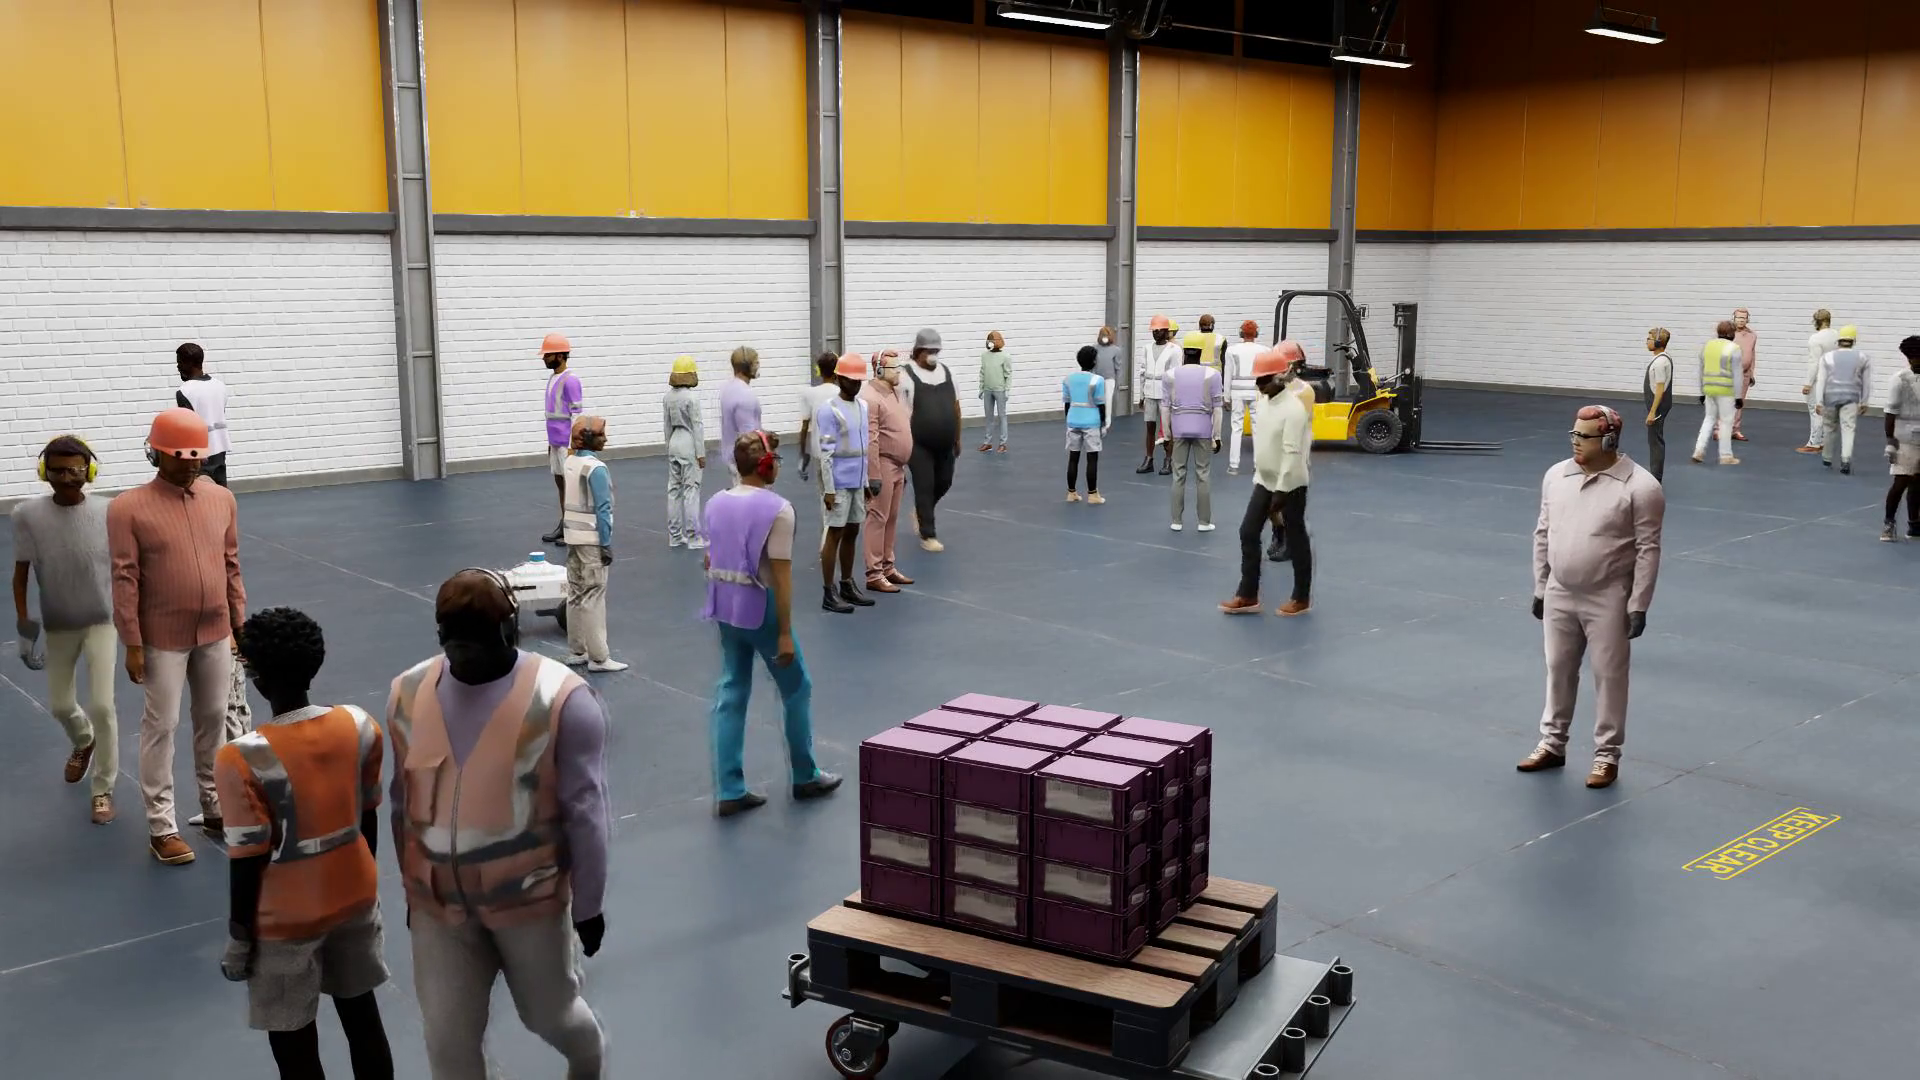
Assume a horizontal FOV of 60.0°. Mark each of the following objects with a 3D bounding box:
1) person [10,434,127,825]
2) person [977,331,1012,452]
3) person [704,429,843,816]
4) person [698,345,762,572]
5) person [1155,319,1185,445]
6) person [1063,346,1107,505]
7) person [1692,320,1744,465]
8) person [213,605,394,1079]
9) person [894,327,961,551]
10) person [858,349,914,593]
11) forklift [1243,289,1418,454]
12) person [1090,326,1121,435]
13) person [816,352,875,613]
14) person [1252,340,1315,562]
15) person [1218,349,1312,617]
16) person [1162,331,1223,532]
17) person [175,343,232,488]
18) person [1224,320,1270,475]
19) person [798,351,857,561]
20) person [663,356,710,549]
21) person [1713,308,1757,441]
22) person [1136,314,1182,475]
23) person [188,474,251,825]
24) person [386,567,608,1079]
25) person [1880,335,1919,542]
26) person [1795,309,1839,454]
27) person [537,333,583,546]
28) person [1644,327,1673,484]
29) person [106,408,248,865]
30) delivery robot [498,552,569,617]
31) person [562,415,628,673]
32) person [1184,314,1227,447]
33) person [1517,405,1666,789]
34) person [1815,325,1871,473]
[{"bbox_3d":[-4.164,0.383,7.919,0.534,1.837,0.745,-3,10,-19],"label":"person"},{"bbox_3d":[0.466,-1.997,22.418,0.498,1.634,0.278,7,12,35],"label":"person"},{"bbox_3d":[-0.895,0.376,7.967,0.608,1.816,0.803,8,12,38],"label":"person"},{"bbox_3d":[-1.802,-0.613,13.532,0.580,1.952,0.641,-3,10,-20],"label":"person"},{"bbox_3d":[2.907,-2.184,23.132,0.533,1.767,0.325,9,13,42],"label":"person"},{"bbox_3d":[1.325,-1.213,17.663,0.561,1.692,0.321,7,12,37],"label":"person"},{"bbox_3d":[9.656,-1.867,21.072,0.429,1.841,0.642,-4,10,-20],"label":"person"},{"bbox_3d":[-1.797,1.018,4.575,0.317,1.697,0.540,5,11,26],"label":"person"},{"bbox_3d":[-0.318,-0.958,15.148,0.690,2.000,0.852,-5,11,-29],"label":"person"},{"bbox_3d":[-0.575,-0.551,13.158,0.410,1.909,0.643,3,10,17],"label":"person"},{"bbox_3d":[5.034,-2.339,22.783,2.313,2.155,1.214,3,10,16],"label":"forklift"},{"bbox_3d":[2.161,-2.387,24.777,0.495,1.606,0.693,3,10,15],"label":"person"},{"bbox_3d":[-0.824,-0.432,12.387,0.381,1.931,0.548,6,11,31],"label":"person"},{"bbox_3d":[2.779,-0.758,14.319,0.426,1.921,0.564,-9,13,-42],"label":"person"},{"bbox_3d":[2.249,-0.397,12.099,0.814,1.952,0.649,-4,10,-21],"label":"person"},{"bbox_3d":[2.216,-1.030,15.903,0.585,1.928,0.365,3,10,15],"label":"person"},{"bbox_3d":[-6.401,-0.712,14.101,0.398,1.911,0.587,2,10,9],"label":"person"},{"bbox_3d":[3.471,-1.714,20.086,0.571,1.873,0.353,0,10,3],"label":"person"},{"bbox_3d":[-1.122,-0.733,14.505,0.541,1.820,0.998,2,10,9],"label":"person"},{"bbox_3d":[-2.472,-0.794,15.056,0.485,1.745,0.296,8,13,40],"label":"person"},{"bbox_3d":[11.081,-2.358,23.751,0.642,1.905,0.399,-2,10,-11],"label":"person"},{"bbox_3d":[2.403,-1.751,20.090,0.543,1.940,0.361,6,12,33],"label":"person"},{"bbox_3d":[-3.492,0.503,7.762,0.314,1.642,0.514,-2,10,-11],"label":"person"},{"bbox_3d":[-1.263,0.954,4.634,0.632,1.819,0.837,1,10,7],"label":"person"},{"bbox_3d":[8.847,-0.935,15.395,0.777,1.927,0.365,-6,11,-30],"label":"person"},{"bbox_3d":[11.487,-2.113,22.226,0.627,1.934,0.372,-7,12,-34],"label":"person"},{"bbox_3d":[-3.644,-0.911,15.172,0.363,1.935,0.553,-7,12,-35],"label":"person"},{"bbox_3d":[7.779,-1.453,18.619,0.345,1.847,0.504,5,11,26],"label":"person"},{"bbox_3d":[-3.397,0.407,7.318,0.393,1.985,0.611,6,11,31],"label":"person"},{"bbox_3d":[-2.963,0.328,11.687,0.707,0.478,0.477,-4,10,-20],"label":"delivery robot"},{"bbox_3d":[-2.361,0.023,10.588,0.315,1.636,0.514,-8,12,-37],"label":"person"},{"bbox_3d":[3.401,-2.193,22.980,0.620,1.837,0.429,3,10,15],"label":"person"},{"bbox_3d":[3.138,0.278,8.314,0.399,1.905,0.642,-8,13,-39],"label":"person"},{"bbox_3d":[10.817,-1.730,20.379,0.597,1.805,0.882,4,10,21],"label":"person"}]
